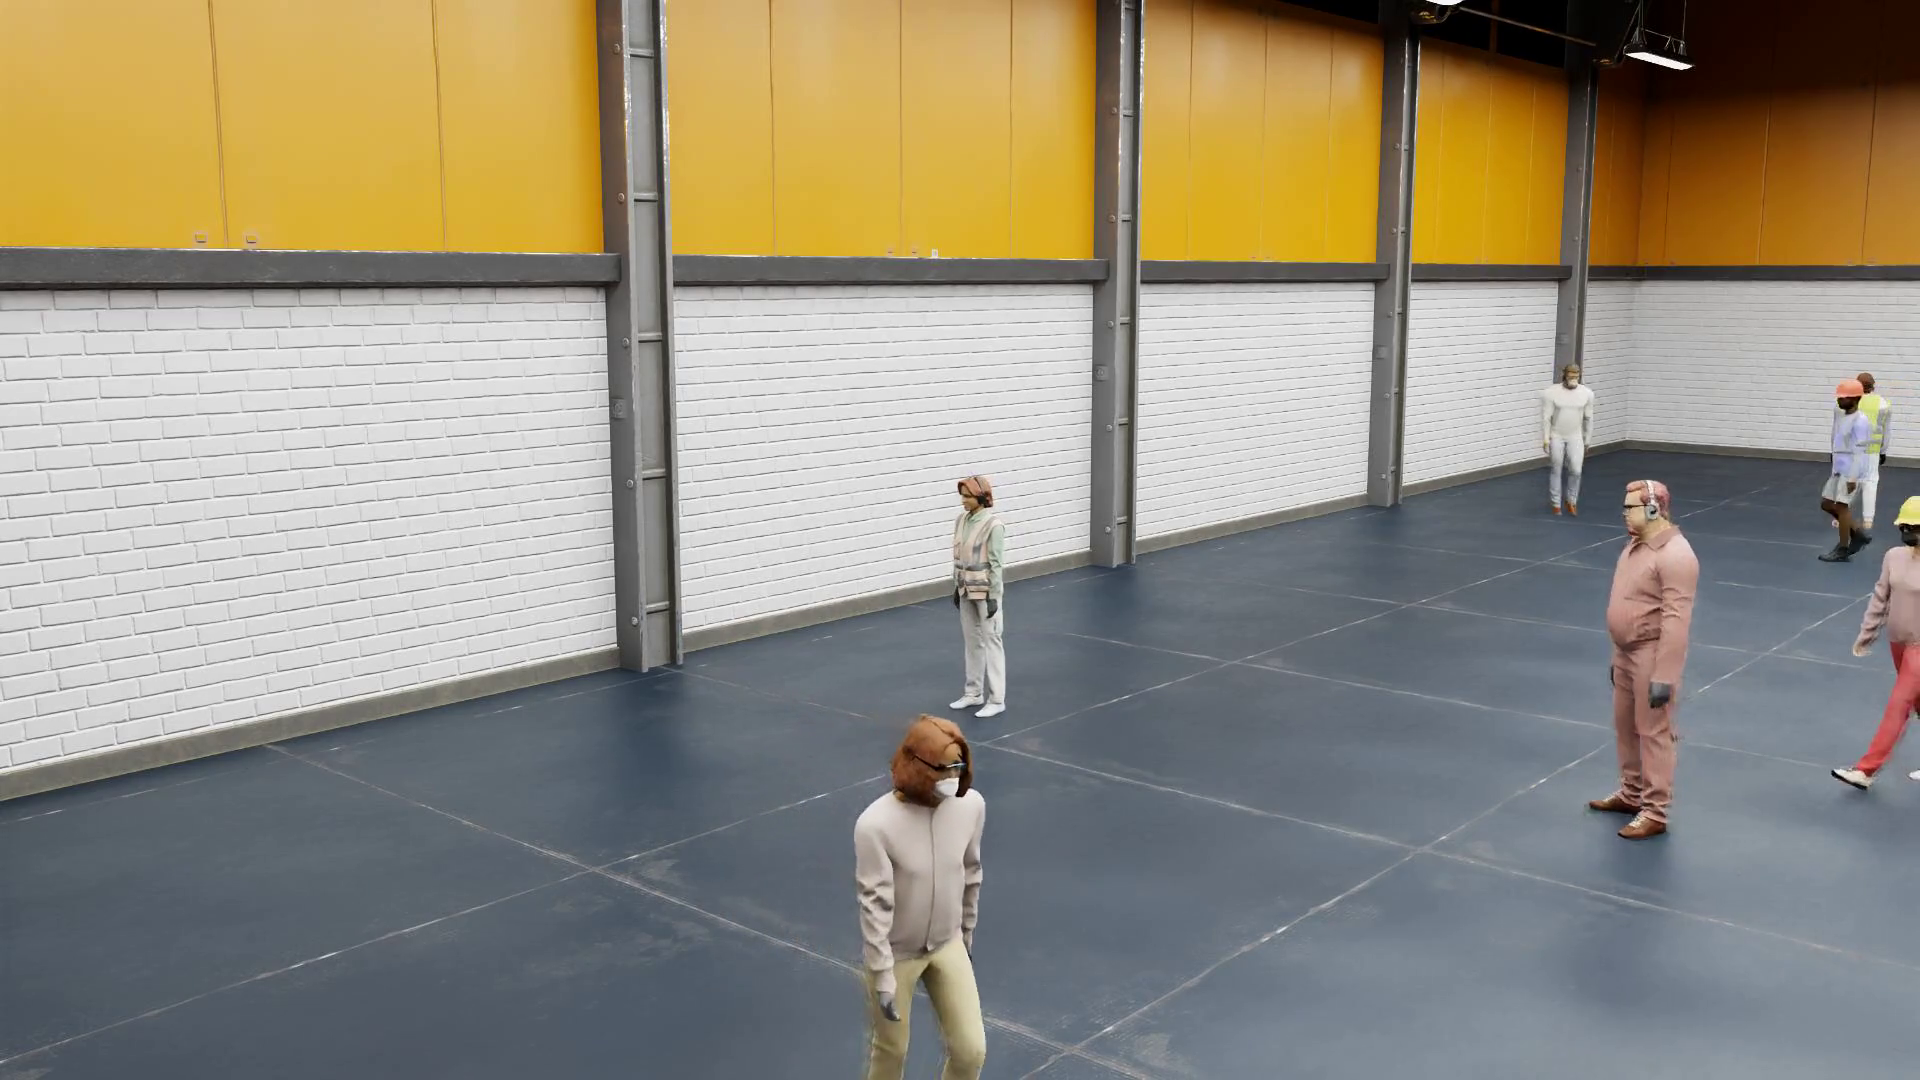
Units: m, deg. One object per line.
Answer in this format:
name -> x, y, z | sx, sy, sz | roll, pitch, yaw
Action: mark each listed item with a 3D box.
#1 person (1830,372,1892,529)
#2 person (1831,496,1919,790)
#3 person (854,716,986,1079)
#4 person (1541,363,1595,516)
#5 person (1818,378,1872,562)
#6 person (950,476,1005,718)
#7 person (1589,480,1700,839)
person -> 10.567, -1.046, 19.555 | 0.626, 1.844, 0.429 | 3, 9, 16
person -> 5.479, 0.599, 9.622 | 0.946, 1.716, 0.528 | -2, 9, -11
person -> -0.112, 1.340, 5.301 | 0.506, 1.612, 0.548 | -5, 11, -30
person -> 7.469, -1.229, 20.499 | 0.634, 1.911, 0.592 | 2, 9, 11
person -> 9.203, -0.716, 17.231 | 0.466, 1.918, 0.563 | 1, 9, 8
person -> 0.124, 0.376, 11.272 | 0.311, 1.634, 0.511 | -7, 11, -36
person -> 3.652, 0.630, 8.887 | 0.394, 1.891, 0.721 | 0, 9, 1
